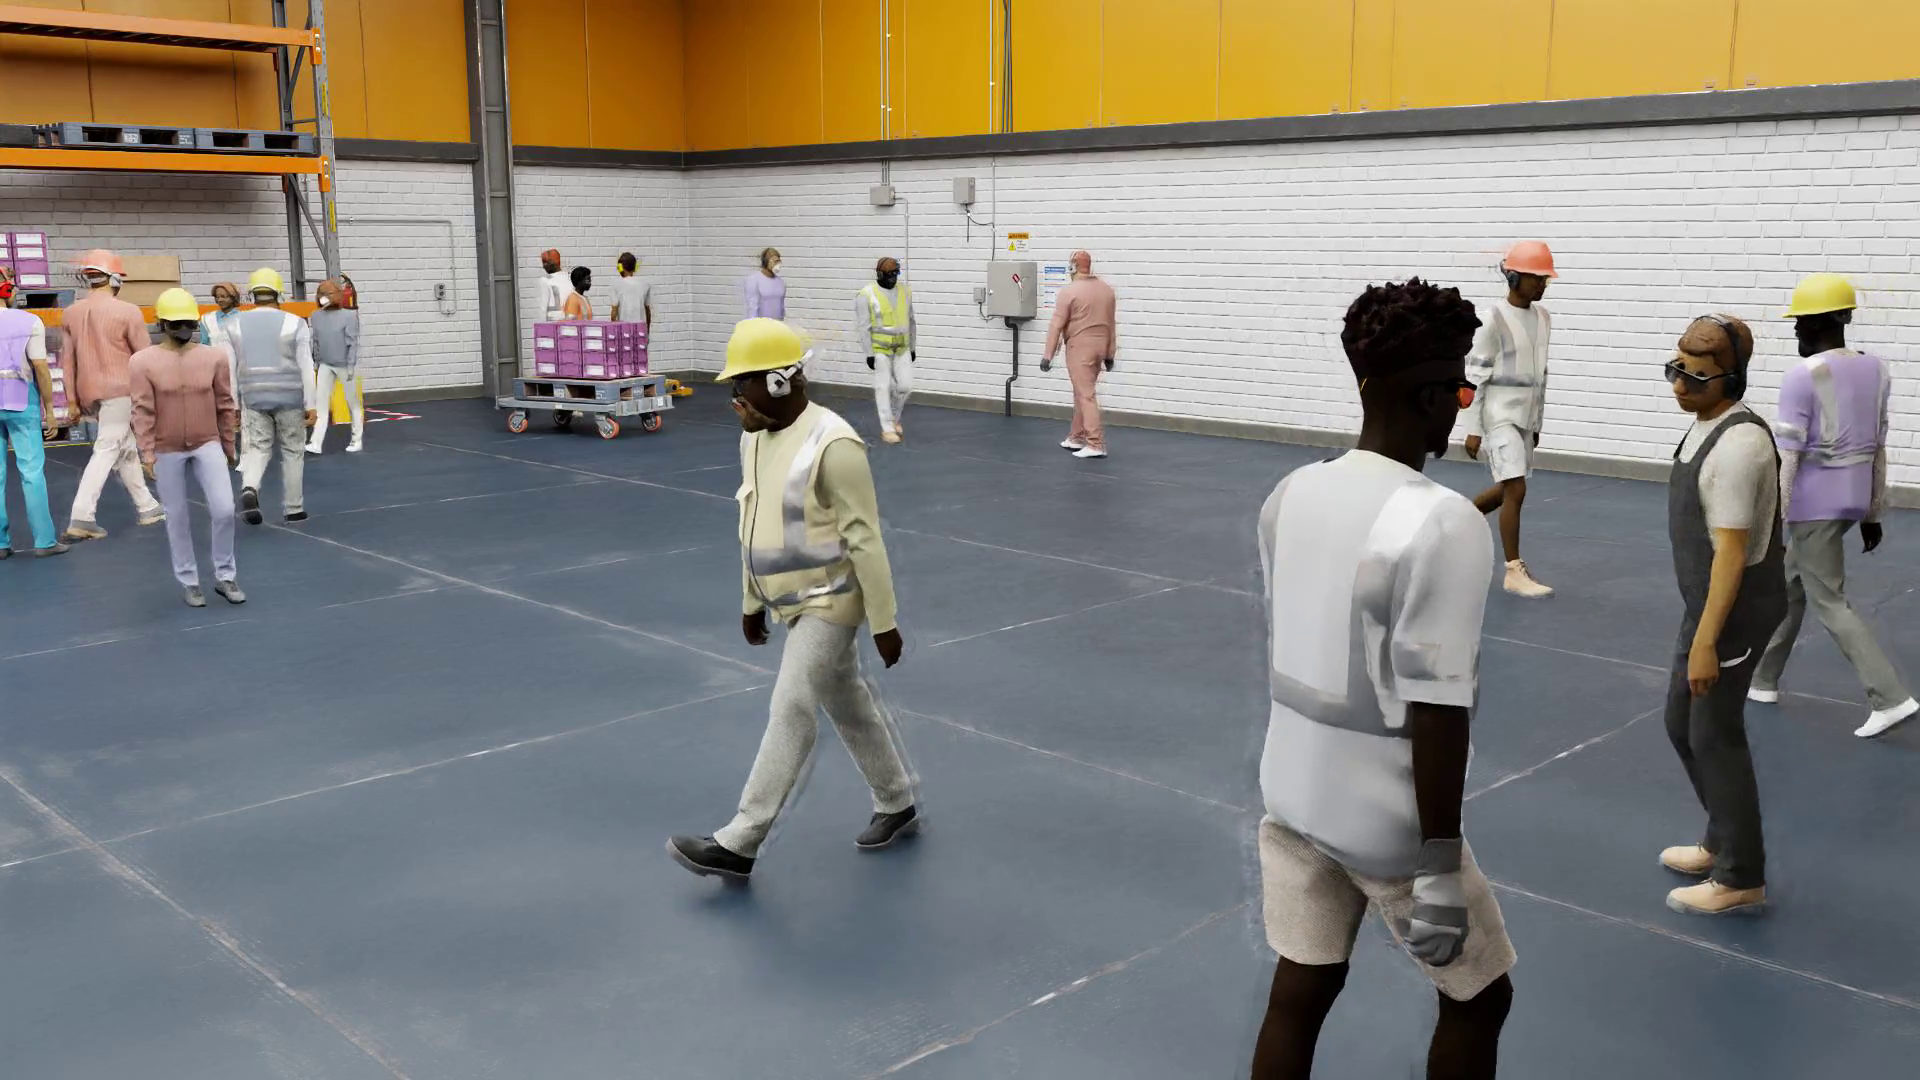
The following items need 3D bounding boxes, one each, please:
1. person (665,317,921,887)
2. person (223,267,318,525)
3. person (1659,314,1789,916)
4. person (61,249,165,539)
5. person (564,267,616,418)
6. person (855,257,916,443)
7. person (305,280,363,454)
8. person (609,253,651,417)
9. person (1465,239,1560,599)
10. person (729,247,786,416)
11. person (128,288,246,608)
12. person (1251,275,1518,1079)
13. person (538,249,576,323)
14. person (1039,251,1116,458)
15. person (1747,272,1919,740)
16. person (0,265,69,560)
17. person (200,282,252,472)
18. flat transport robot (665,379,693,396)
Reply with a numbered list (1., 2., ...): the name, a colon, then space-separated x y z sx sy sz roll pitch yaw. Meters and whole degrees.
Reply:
1. person: -0.492 0.190 5.242 0.948 1.762 0.644 -6 12 -32
2. person: -4.746 -0.964 11.442 0.592 1.806 0.624 -1 10 -3
3. person: 2.230 0.238 4.889 0.454 1.803 0.545 2 11 13
4. person: -5.790 -0.981 11.296 0.595 1.905 1.060 4 11 19
5. person: -4.082 -2.166 18.335 0.779 1.664 0.551 0 10 2
6. person: -0.709 -1.851 16.260 0.663 1.817 0.459 -6 12 -30
7. person: -5.800 -1.580 15.340 0.515 1.593 0.813 2 11 13
8. person: -3.692 -2.292 18.625 0.517 1.827 0.838 -5 12 -27
9. person: 3.077 -0.708 9.522 0.607 2.010 0.883 -7 13 -34
10. person: -2.192 -2.291 18.458 0.963 1.901 0.634 9 14 40
11. person: -4.160 -0.481 8.956 0.534 1.741 0.530 -7 13 -35
12. person: 0.887 0.483 3.162 0.731 1.941 0.646 -4 11 -23
13. person: -4.698 -2.480 19.567 0.447 1.862 0.624 7 13 34
14. person: 1.067 -1.706 15.306 0.678 1.863 0.853 -9 14 -40
15. person: 3.592 -0.152 6.834 0.588 1.884 0.953 -6 12 -30
16. person: -5.948 -0.783 10.364 0.564 1.839 0.395 -1 10 -8
17. person: -6.220 -1.380 14.177 0.539 1.623 0.433 0 10 0
18. flat transport robot: -4.023 -1.849 20.456 0.652 0.197 1.431 7 13 34
